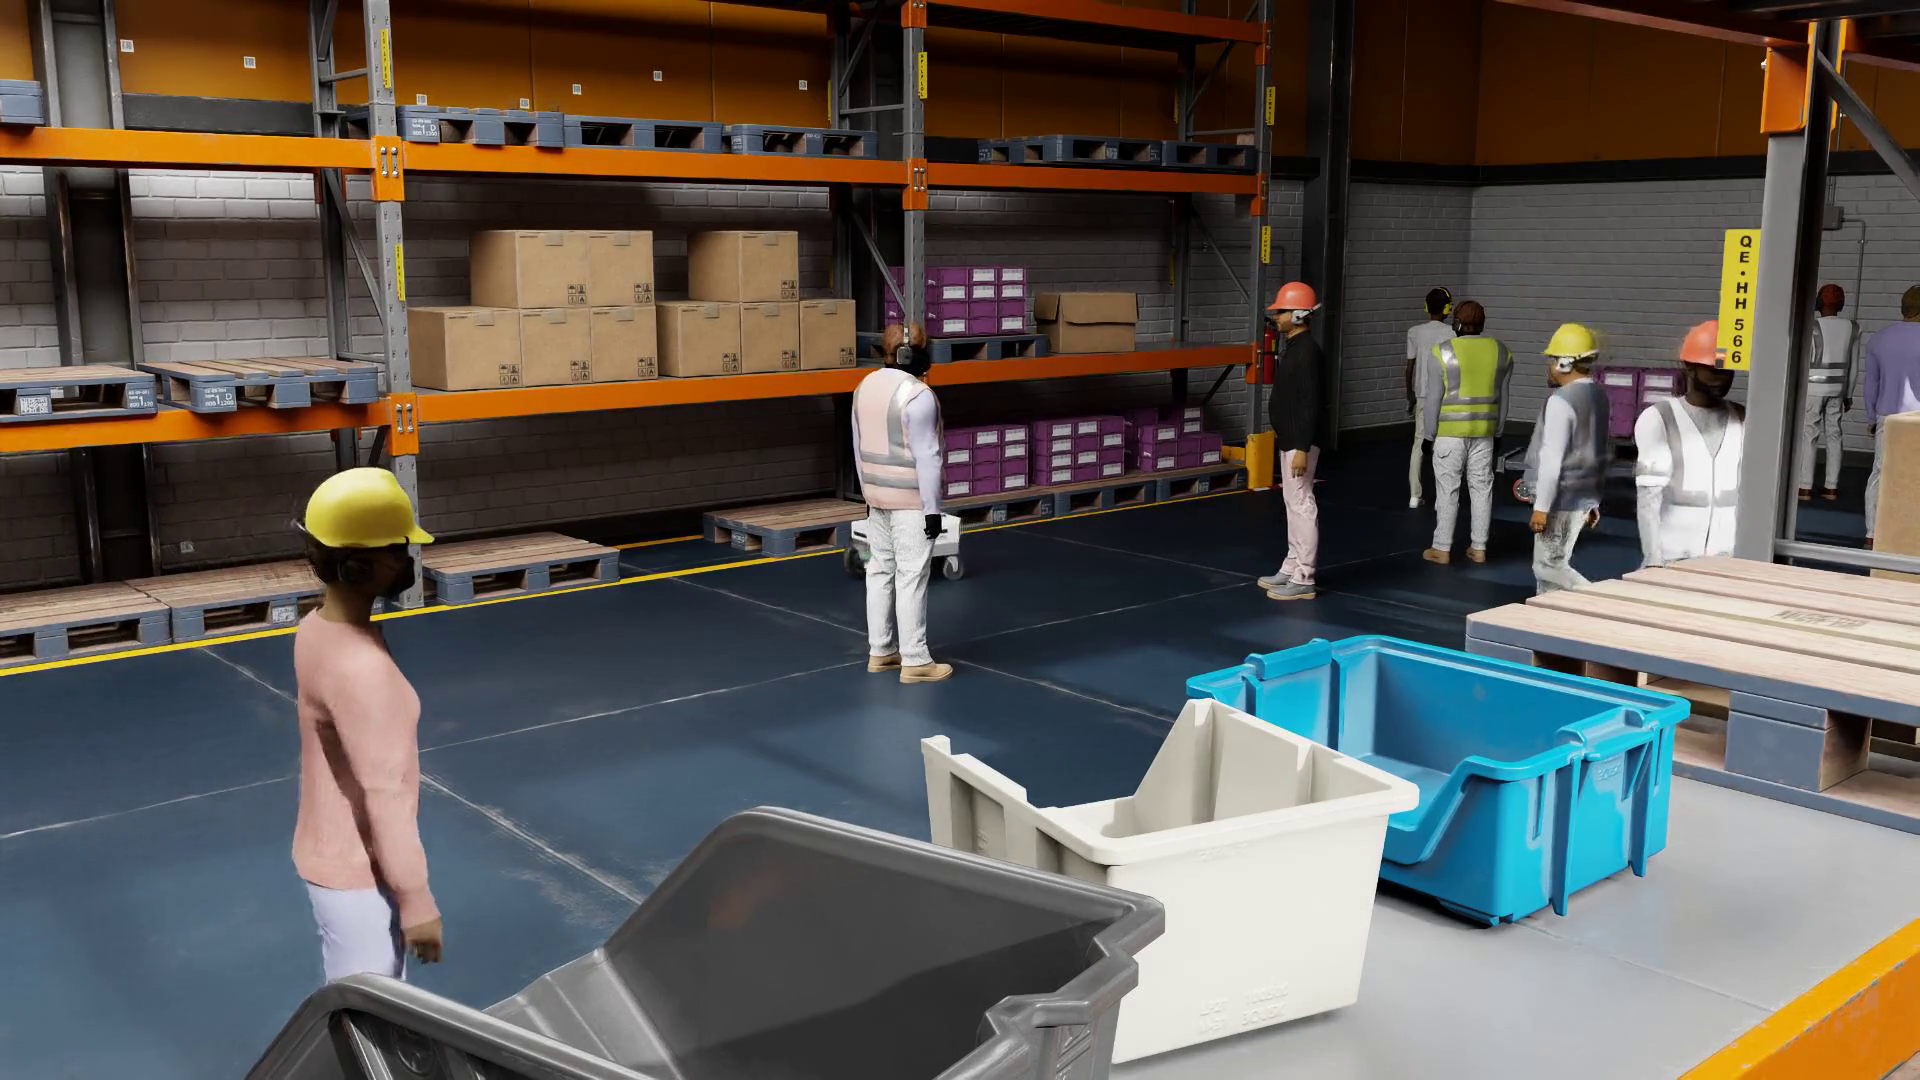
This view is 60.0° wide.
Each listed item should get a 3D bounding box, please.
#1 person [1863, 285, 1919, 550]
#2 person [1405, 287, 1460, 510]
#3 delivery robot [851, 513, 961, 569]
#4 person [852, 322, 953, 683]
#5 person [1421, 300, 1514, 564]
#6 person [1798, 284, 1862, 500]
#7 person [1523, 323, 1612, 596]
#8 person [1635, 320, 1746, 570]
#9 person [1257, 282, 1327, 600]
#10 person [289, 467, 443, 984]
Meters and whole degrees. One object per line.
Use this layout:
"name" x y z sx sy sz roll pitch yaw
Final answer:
"person" 6.823 -0.861 11.999 0.371 1.941 0.627 -5 11 -26
"person" 3.999 -1.188 14.017 0.519 1.874 0.327 8 13 38
"delivery robot" -0.349 -0.037 10.993 0.707 0.478 0.477 -6 12 -31
"person" -0.283 -0.195 8.544 0.429 1.840 0.636 -8 13 -36
"person" 3.517 -0.748 11.640 0.626 1.844 0.429 -2 10 -10
"person" 7.527 -1.283 14.517 0.584 1.882 0.345 -1 10 -6
"person" 3.277 -0.230 8.800 0.659 1.819 0.590 8 13 39
"person" 3.120 0.048 6.989 0.558 1.926 0.632 -1 10 -7
"person" 2.110 -0.620 10.490 0.386 1.996 0.610 1 10 4
"person" -1.291 0.714 3.672 0.333 1.763 0.535 -5 11 -28
